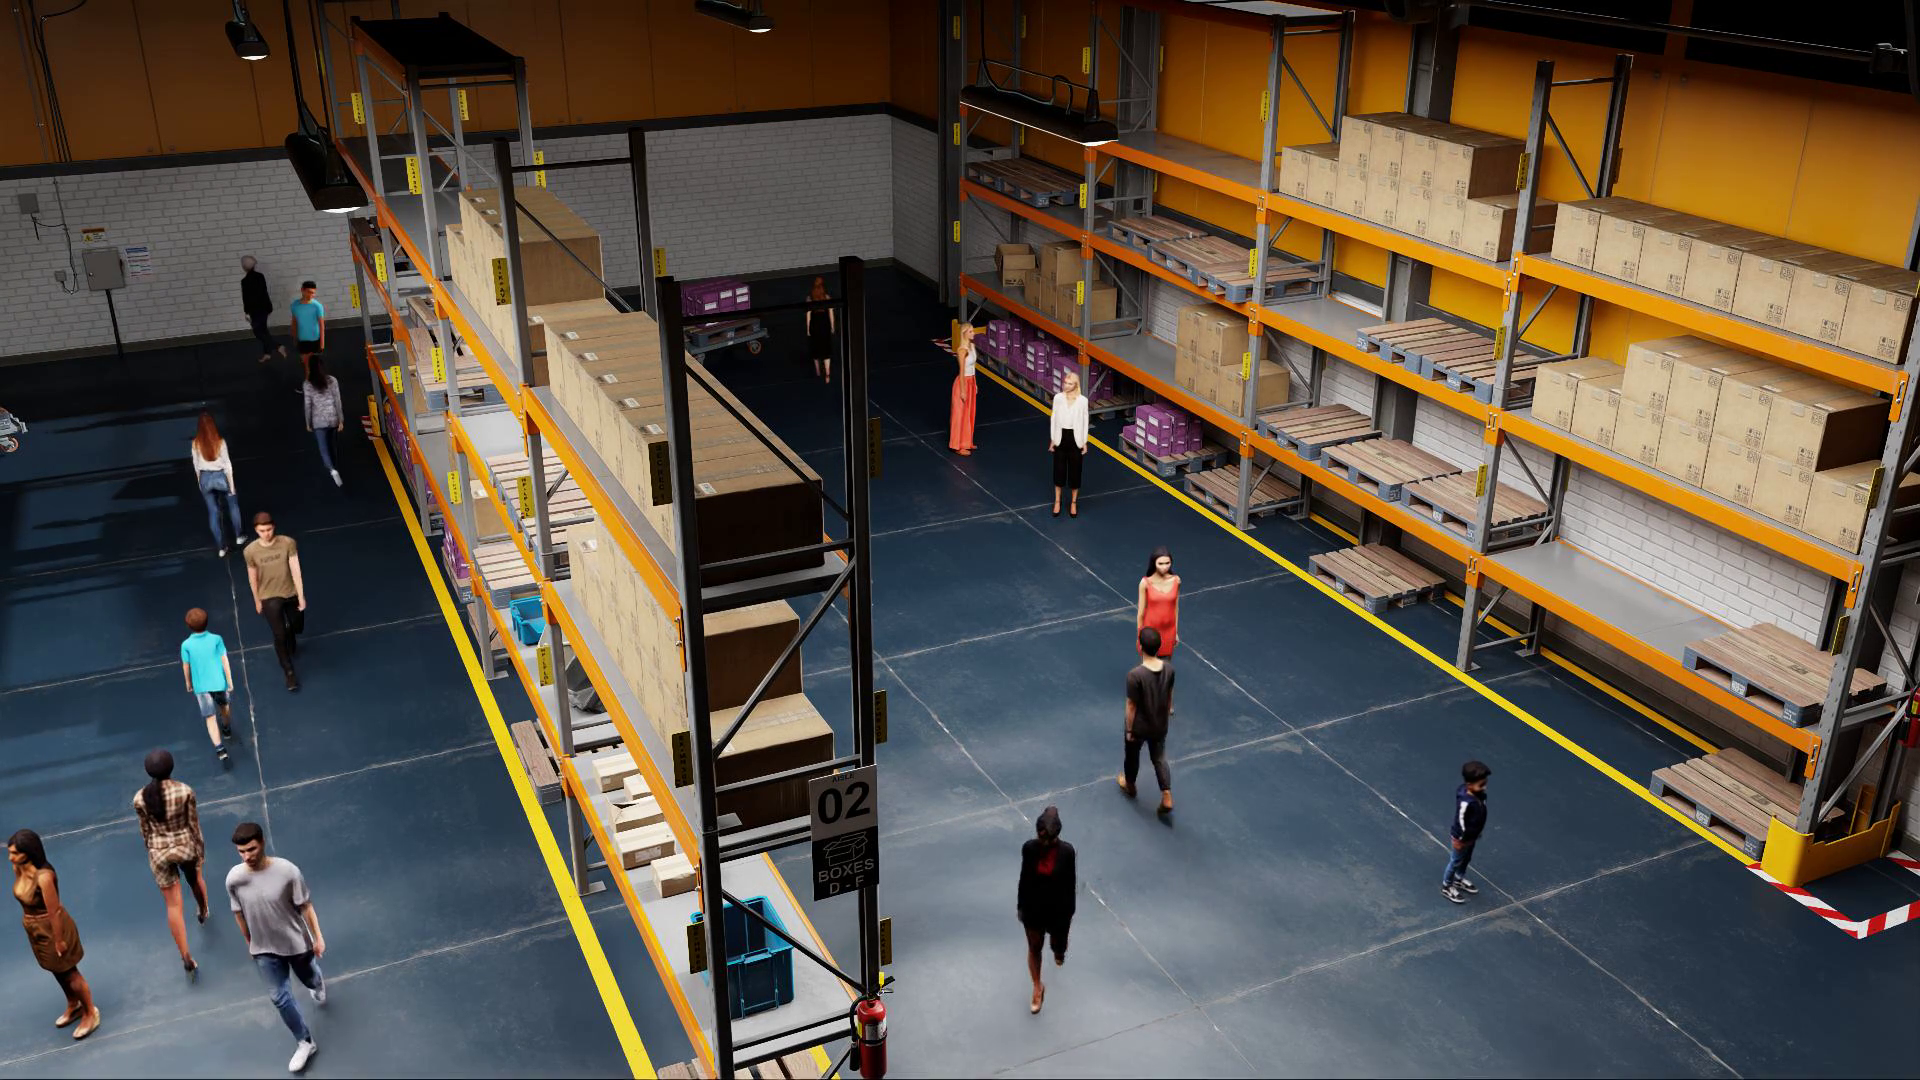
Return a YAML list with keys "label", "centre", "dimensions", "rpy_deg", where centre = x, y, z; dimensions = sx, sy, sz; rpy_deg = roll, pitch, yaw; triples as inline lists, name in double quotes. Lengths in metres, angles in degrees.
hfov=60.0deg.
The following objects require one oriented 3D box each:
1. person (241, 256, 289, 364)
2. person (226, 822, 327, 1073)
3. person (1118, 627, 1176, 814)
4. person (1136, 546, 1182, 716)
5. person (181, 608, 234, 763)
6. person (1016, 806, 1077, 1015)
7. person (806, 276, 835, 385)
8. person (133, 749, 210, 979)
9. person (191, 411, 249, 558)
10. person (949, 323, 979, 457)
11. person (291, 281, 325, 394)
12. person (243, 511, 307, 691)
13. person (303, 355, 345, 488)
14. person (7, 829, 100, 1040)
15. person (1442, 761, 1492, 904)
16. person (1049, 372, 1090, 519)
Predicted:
- label: "person"
  centre: [-10.747, -3.551, 25.742]
  dimensions: [1.068, 1.779, 1.085]
  rpy_deg: [10, 25, 21]
- label: "person"
  centre: [-4.644, 2.691, 11.426]
  dimensions: [0.905, 1.858, 1.161]
  rpy_deg: [-5, 24, -10]
- label: "person"
  centre: [1.645, 1.563, 14.210]
  dimensions: [0.713, 1.695, 1.050]
  rpy_deg: [-7, 25, -15]
- label: "person"
  centre: [1.878, 0.862, 15.783]
  dimensions: [0.610, 1.719, 0.560]
  rpy_deg: [-7, 25, -16]
- label: "person"
  centre: [-6.790, 1.334, 15.078]
  dimensions: [0.606, 1.418, 1.028]
  rpy_deg: [-13, 27, -27]
- label: "person"
  centre: [0.626, 2.613, 11.893]
  dimensions: [0.801, 1.626, 0.884]
  rpy_deg: [5, 24, 12]
- label: "person"
  centre: [-2.114, -3.157, 25.125]
  dimensions: [0.750, 1.600, 1.067]
  rpy_deg: [-4, 24, -8]
- label: "person"
  centre: [-5.784, 2.403, 12.234]
  dimensions: [0.611, 1.739, 1.091]
  rpy_deg: [-9, 25, -19]
- label: "person"
  centre: [-8.605, -0.616, 19.177]
  dimensions: [0.690, 1.709, 0.841]
  rpy_deg: [-6, 24, -13]
- label: "person"
  centre: [0.073, -2.044, 22.327]
  dimensions: [0.780, 1.802, 0.728]
  rpy_deg: [10, 25, 21]
- label: "person"
  centre: [-9.620, -2.966, 24.495]
  dimensions: [0.854, 1.756, 0.780]
  rpy_deg: [7, 25, 15]
- label: "person"
  centre: [-6.719, 0.528, 16.414]
  dimensions: [0.689, 1.826, 1.055]
  rpy_deg: [-12, 26, -25]
- label: "person"
  centre: [-8.051, -1.479, 21.164]
  dimensions: [0.679, 1.699, 1.120]
  rpy_deg: [-13, 27, -28]
- label: "person"
  centre: [-6.322, 2.726, 11.564]
  dimensions: [0.608, 1.684, 0.705]
  rpy_deg: [15, 28, 30]
- label: "person"
  centre: [4.004, 2.284, 13.151]
  dimensions: [0.560, 1.221, 0.547]
  rpy_deg: [-20, 30, -38]
- label: "person"
  centre: [1.322, -1.161, 20.239]
  dimensions: [0.695, 1.857, 0.722]
  rpy_deg: [5, 24, 11]
